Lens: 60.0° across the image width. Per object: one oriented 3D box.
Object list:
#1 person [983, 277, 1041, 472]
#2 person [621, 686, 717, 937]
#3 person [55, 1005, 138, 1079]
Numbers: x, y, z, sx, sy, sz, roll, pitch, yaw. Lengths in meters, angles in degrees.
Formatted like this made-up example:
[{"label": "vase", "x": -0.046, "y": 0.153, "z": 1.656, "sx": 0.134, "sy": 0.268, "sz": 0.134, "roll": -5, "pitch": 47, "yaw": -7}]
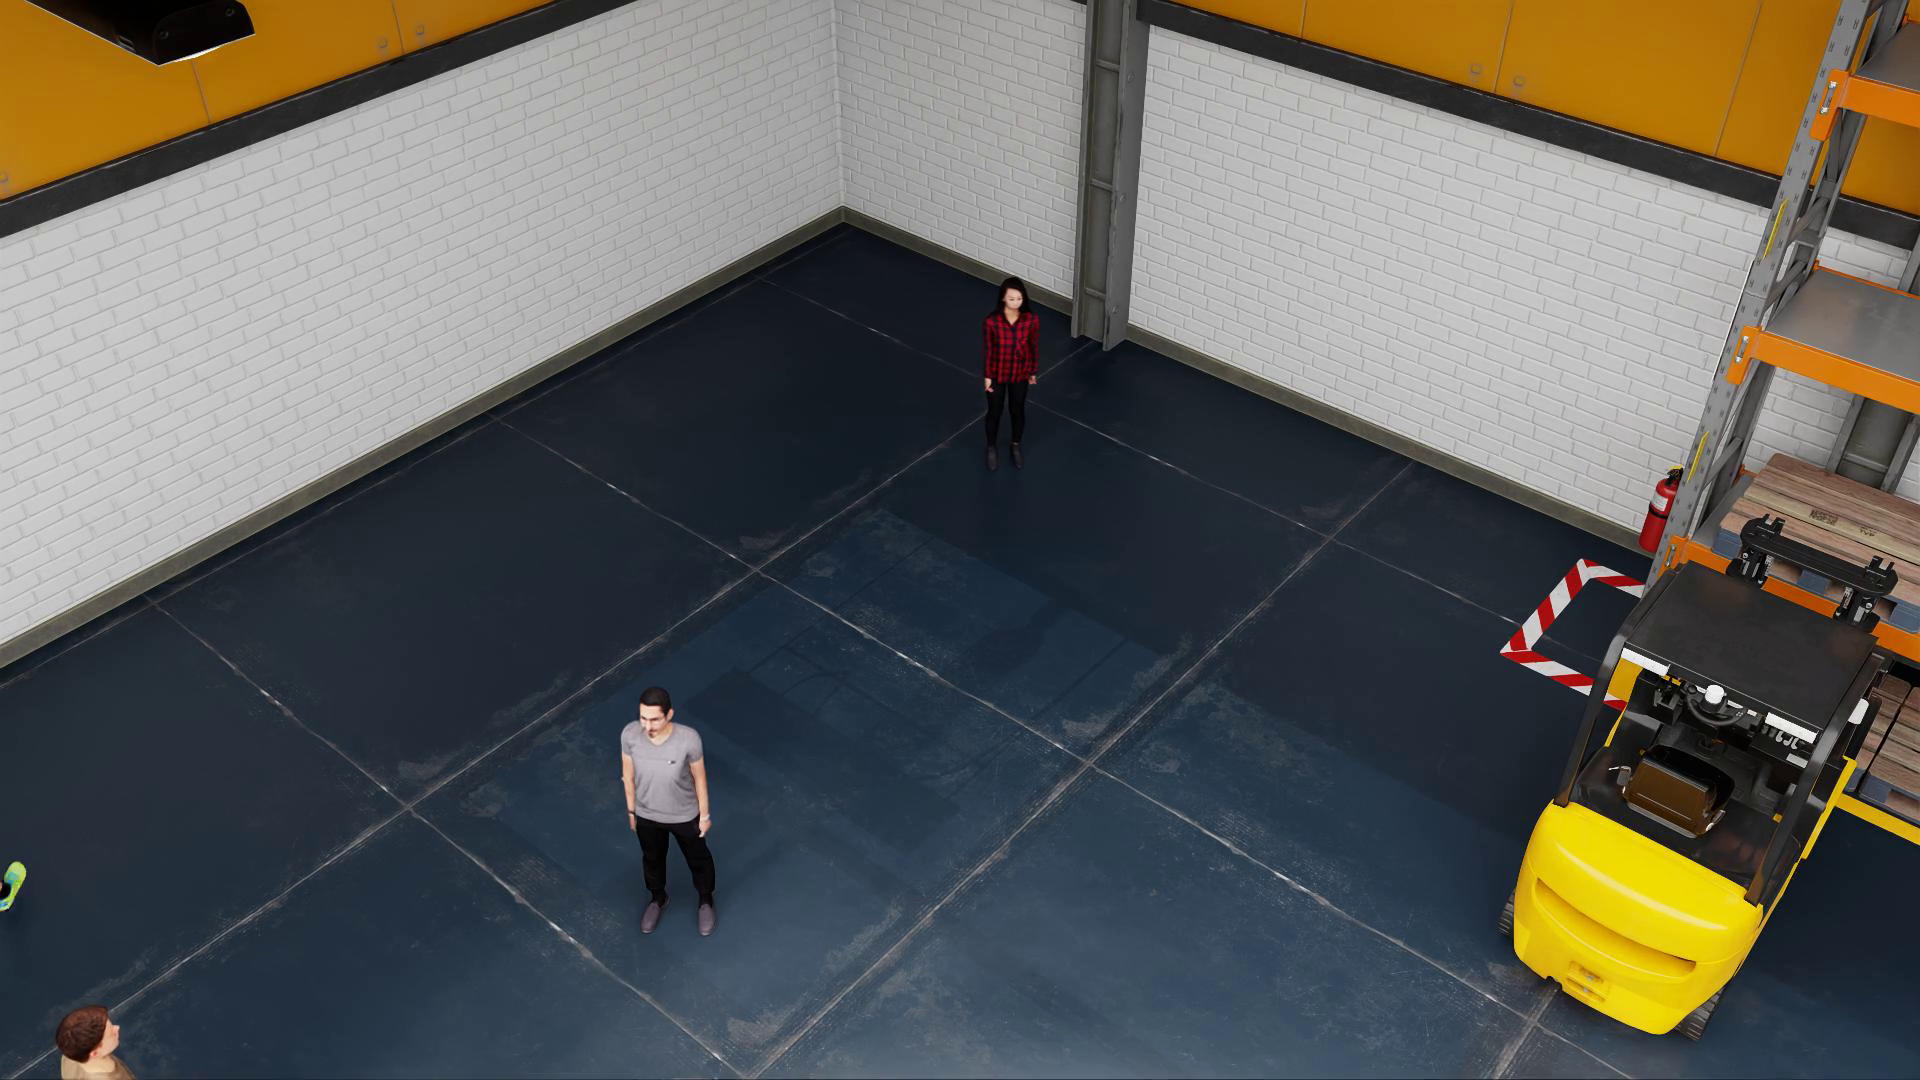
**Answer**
[{"label": "person", "x": 0.358, "y": -1.270, "z": 12.590, "sx": 0.654, "sy": 1.650, "sz": 0.703, "roll": -5, "pitch": 39, "yaw": -7}, {"label": "person", "x": -1.592, "y": 1.461, "z": 9.087, "sx": 0.675, "sy": 1.755, "sz": 0.763, "roll": 2, "pitch": 39, "yaw": 3}, {"label": "person", "x": -3.684, "y": 2.714, "z": 7.442, "sx": 0.496, "sy": 1.850, "sz": 0.718, "roll": 31, "pitch": 48, "yaw": 33}]
